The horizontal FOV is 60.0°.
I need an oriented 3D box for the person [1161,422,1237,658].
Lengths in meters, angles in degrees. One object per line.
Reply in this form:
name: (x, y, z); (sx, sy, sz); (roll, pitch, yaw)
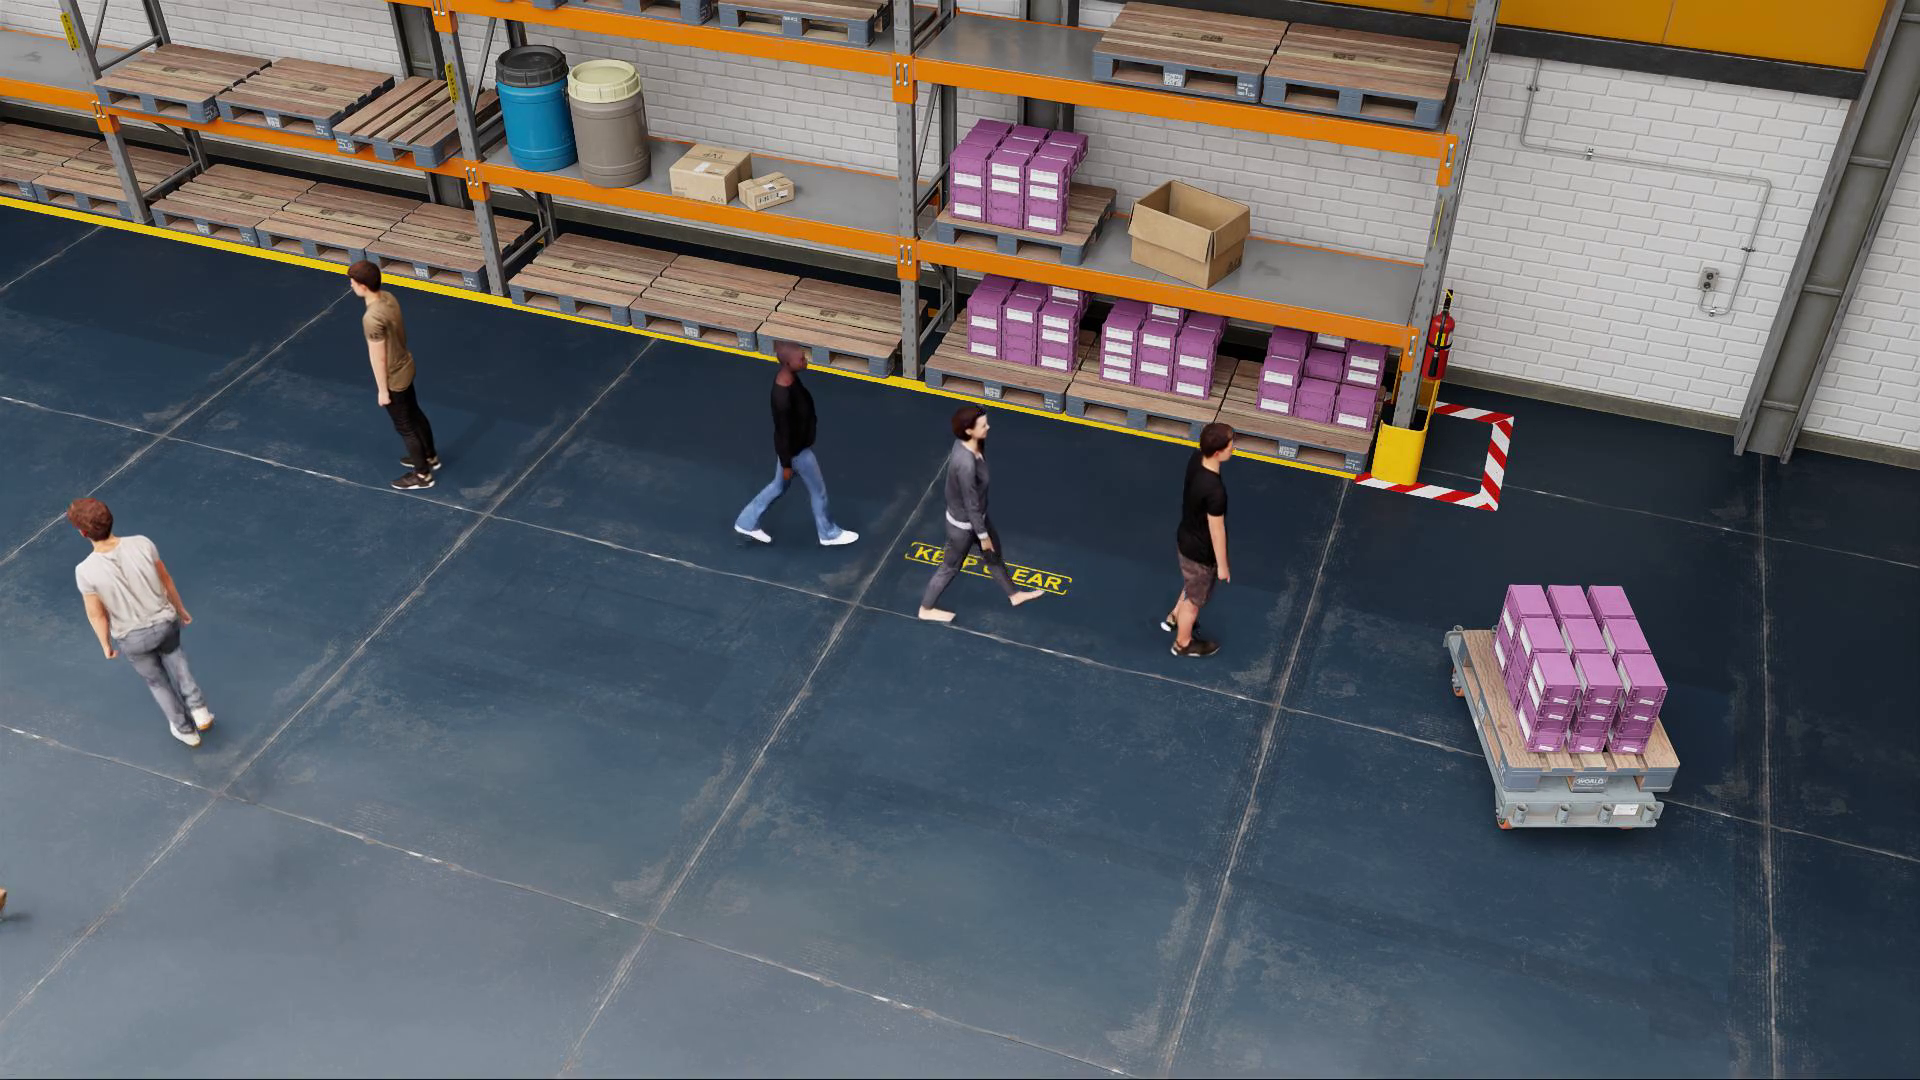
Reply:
person: (1.468, 0.020, 10.740); (0.792, 1.853, 0.794); (-4, 39, -5)

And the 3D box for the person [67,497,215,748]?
person: (-4.880, 0.564, 10.039); (0.795, 1.878, 0.789); (31, 48, 33)

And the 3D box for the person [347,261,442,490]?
person: (-4.173, -1.228, 12.305); (0.713, 1.850, 0.738); (-3, 39, -4)

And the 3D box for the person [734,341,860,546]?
person: (-1.250, -0.637, 11.674); (1.208, 1.715, 0.911); (-2, 39, -3)

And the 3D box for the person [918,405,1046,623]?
person: (-0.040, -0.126, 11.033); (1.171, 1.716, 0.850); (1, 39, 2)
